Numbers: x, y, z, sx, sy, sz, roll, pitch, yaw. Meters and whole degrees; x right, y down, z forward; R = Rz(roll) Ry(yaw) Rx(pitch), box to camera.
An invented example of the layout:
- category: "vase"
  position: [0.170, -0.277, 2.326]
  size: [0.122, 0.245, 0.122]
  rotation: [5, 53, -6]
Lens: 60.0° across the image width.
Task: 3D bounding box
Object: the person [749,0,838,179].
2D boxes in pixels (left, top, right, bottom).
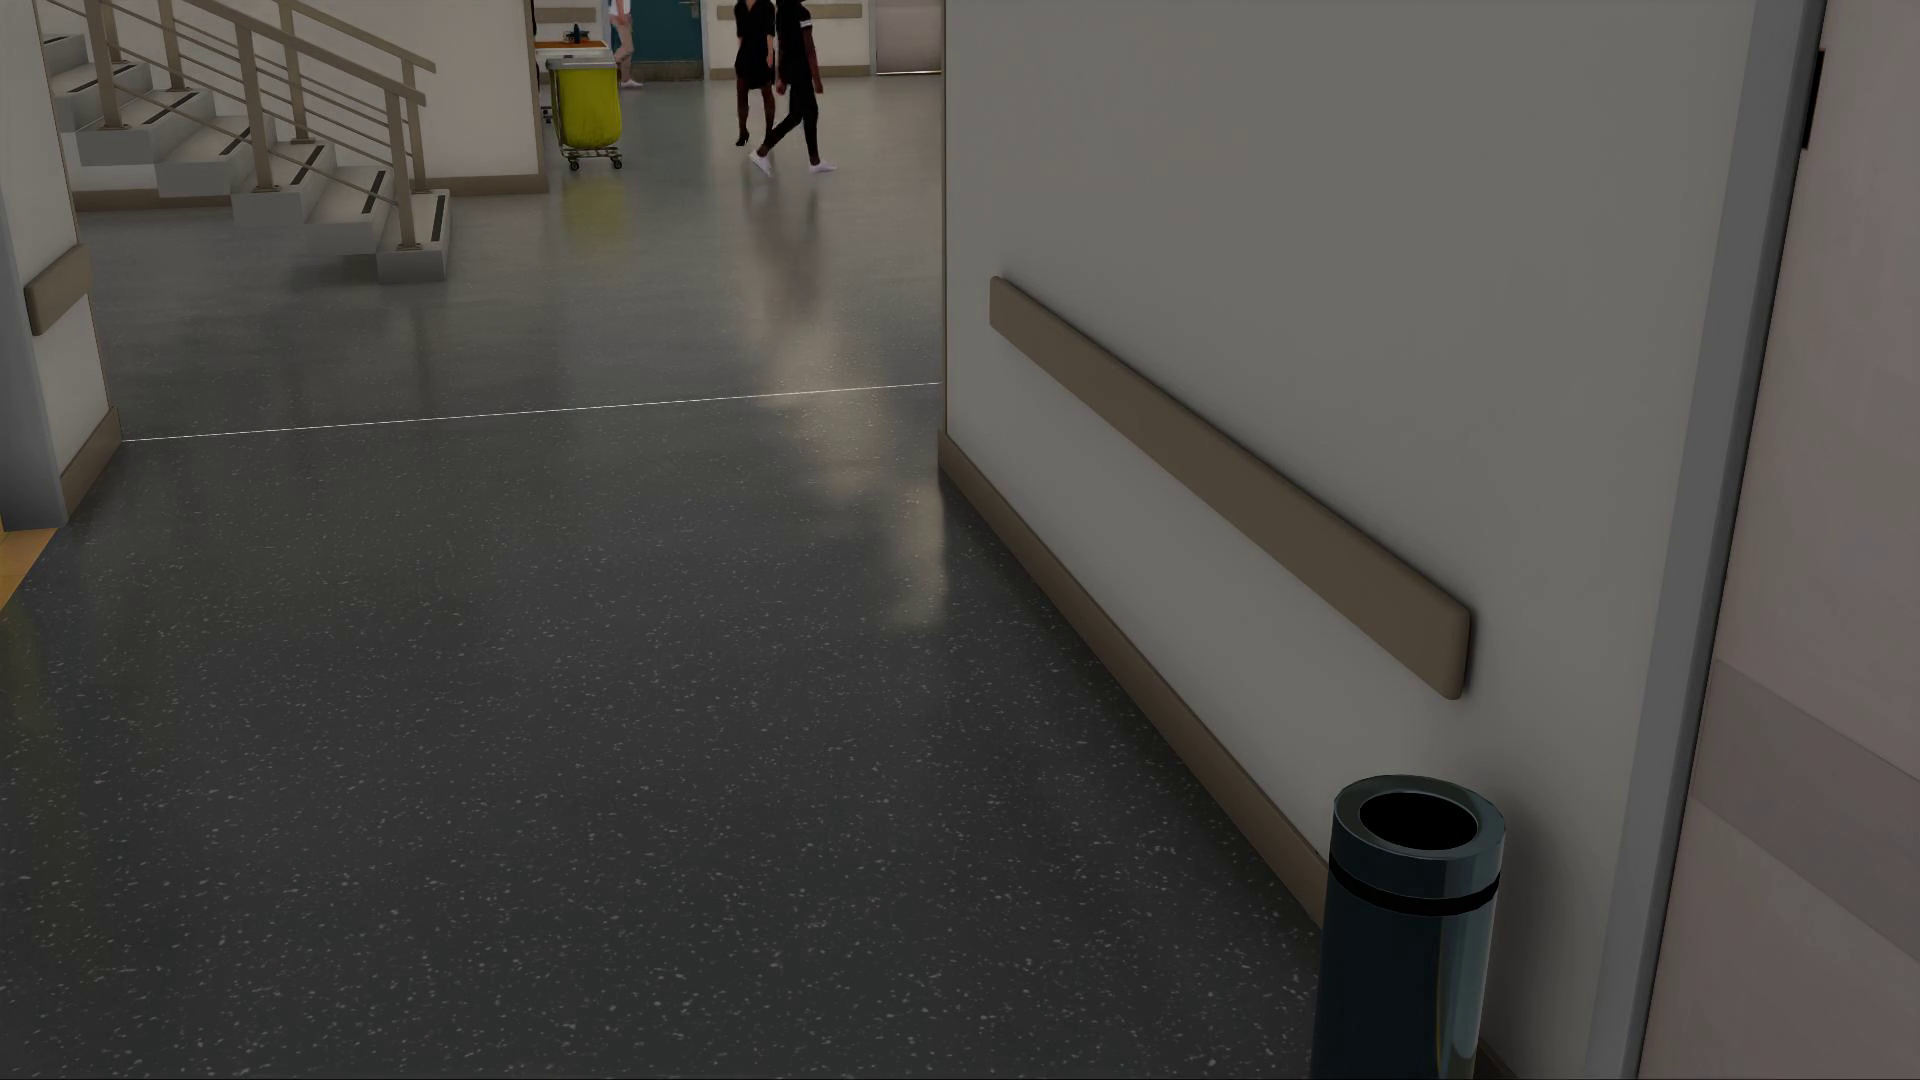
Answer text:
- category: "person"
  position: [-1.477, -3.988, 14.416]
  size: [1.184, 1.701, 0.813]
  rotation: [-12, 24, -28]

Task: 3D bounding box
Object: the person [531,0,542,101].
- category: "person"
  position: [-5.425, -6.385, 20.629]
  size: [0.646, 1.782, 0.683]
  rotation: [-13, 24, -30]

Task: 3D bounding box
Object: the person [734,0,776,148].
- category: "person"
  position: [-1.963, -4.754, 16.460]
  size: [0.863, 1.684, 0.883]
  rotation: [6, 21, 14]

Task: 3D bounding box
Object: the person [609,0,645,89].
- category: "person"
  position: [-4.531, -6.894, 21.852]
  size: [0.864, 1.867, 0.799]
  rotation: [0, 21, 1]
